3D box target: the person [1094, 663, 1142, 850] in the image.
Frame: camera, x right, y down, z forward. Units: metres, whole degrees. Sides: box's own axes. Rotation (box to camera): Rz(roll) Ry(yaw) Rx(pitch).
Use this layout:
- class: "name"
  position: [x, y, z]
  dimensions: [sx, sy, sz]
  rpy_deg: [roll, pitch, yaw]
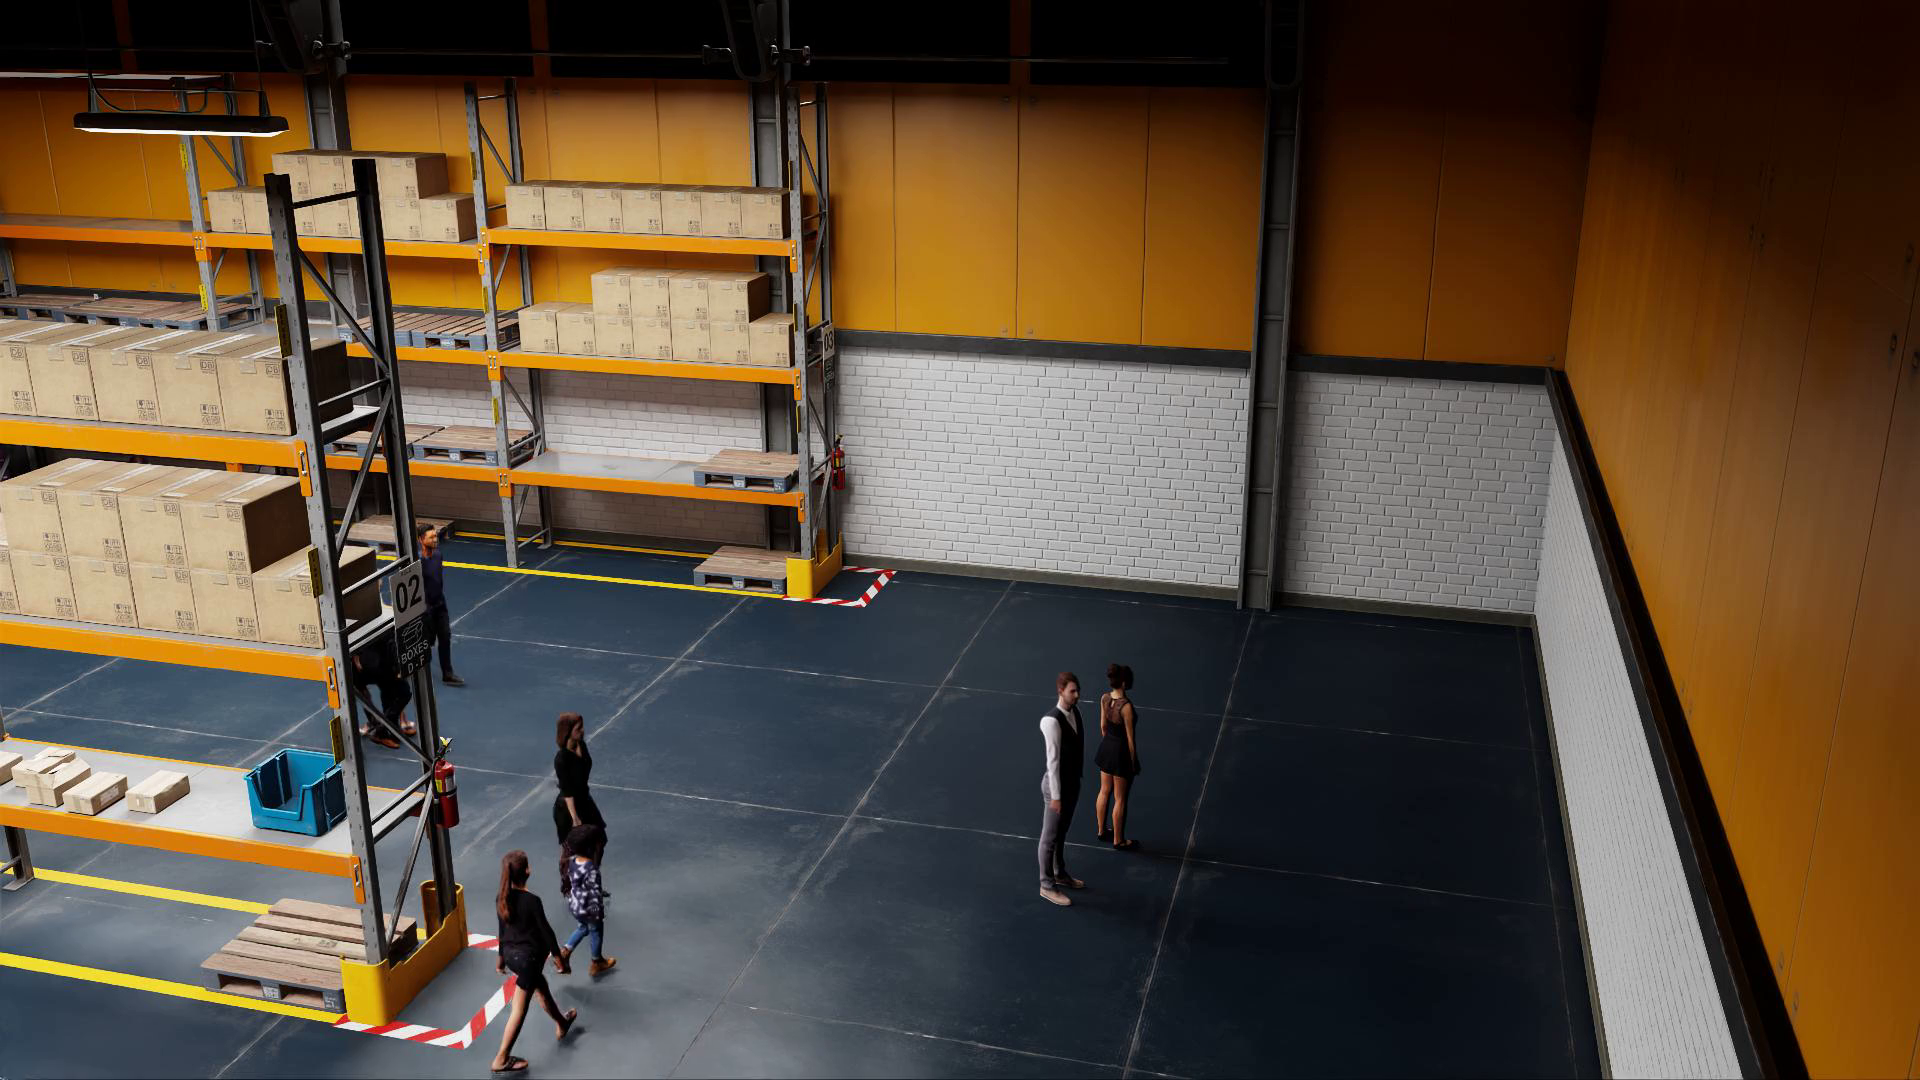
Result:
- class: "person"
  position: [1.347, 1.831, 14.234]
  dimensions: [0.739, 1.675, 0.672]
  rpy_deg: [-12, 22, -31]

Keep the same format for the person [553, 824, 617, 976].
- class: "person"
  position: [-2.813, 2.700, 12.337]
  dimensions: [0.730, 1.239, 0.735]
  rpy_deg: [16, 24, 39]

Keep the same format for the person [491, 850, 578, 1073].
- class: "person"
  position: [-3.019, 2.893, 11.333]
  dimensions: [1.039, 1.513, 0.856]
  rpy_deg: [11, 22, 30]

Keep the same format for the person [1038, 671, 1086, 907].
- class: "person"
  position: [0.812, 1.959, 13.436]
  dimensions: [0.652, 1.941, 0.708]
  rpy_deg: [10, 21, 27]

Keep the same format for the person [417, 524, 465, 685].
- class: "person"
  position: [-5.636, 0.677, 17.500]
  dimensions: [1.023, 1.776, 0.762]
  rpy_deg: [8, 20, 23]

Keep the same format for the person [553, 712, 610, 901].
- class: "person"
  position: [-3.158, 2.151, 13.255]
  dimensions: [0.625, 1.693, 0.593]
  rpy_deg: [6, 20, 17]

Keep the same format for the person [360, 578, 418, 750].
- class: "person"
  position: [-5.599, 1.185, 15.976]
  dimensions: [0.898, 1.788, 0.951]
  rpy_deg: [17, 25, 40]
